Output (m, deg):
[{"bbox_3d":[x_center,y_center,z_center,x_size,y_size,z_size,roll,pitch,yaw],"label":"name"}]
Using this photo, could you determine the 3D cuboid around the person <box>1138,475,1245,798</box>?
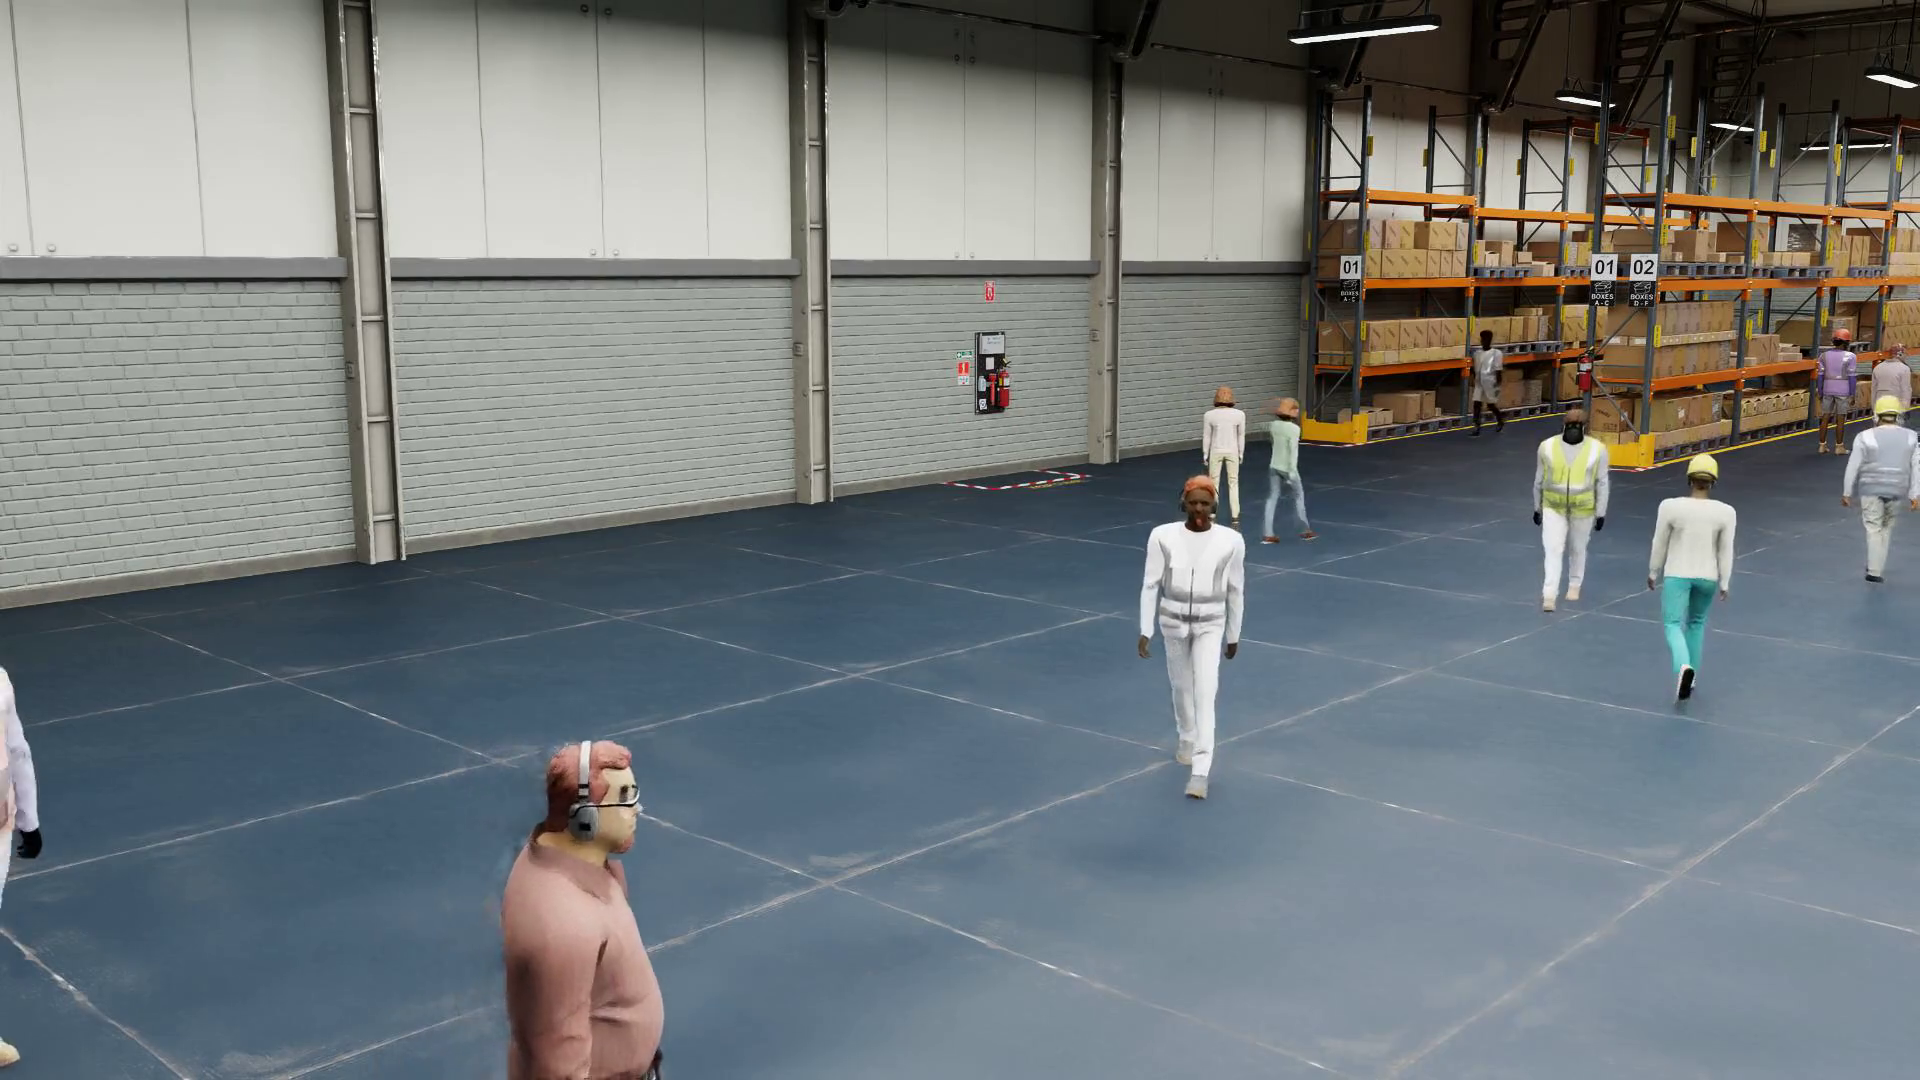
[{"bbox_3d":[1.376,0.522,9.845,0.585,1.833,1.006,2,10,14],"label":"person"}]

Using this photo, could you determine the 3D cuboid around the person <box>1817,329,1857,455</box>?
[{"bbox_3d":[14.187,-2.388,26.901,0.378,2.044,0.608,-7,12,-37],"label":"person"}]

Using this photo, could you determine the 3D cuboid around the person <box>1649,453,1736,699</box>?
[{"bbox_3d":[5.159,0.257,11.705,0.523,1.734,0.748,2,9,10],"label":"person"}]

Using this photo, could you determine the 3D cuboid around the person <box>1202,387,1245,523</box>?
[{"bbox_3d":[3.129,-1.005,19.765,0.497,1.627,0.302,1,9,4],"label":"person"}]

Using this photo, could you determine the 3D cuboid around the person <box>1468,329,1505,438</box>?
[{"bbox_3d":[9.449,-2.800,29.729,0.753,1.946,0.611,-7,12,-37],"label":"person"}]

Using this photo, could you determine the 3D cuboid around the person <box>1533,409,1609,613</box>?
[{"bbox_3d":[5.457,-0.283,14.879,0.636,1.788,0.976,4,10,23],"label":"person"}]

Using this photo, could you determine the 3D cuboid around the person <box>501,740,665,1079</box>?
[{"bbox_3d":[-0.905,1.411,4.300,0.993,1.852,0.660,-3,10,-18],"label":"person"}]

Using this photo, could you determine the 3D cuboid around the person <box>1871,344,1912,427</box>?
[{"bbox_3d":[13.884,-1.965,24.756,0.404,1.903,0.636,-3,10,-18],"label":"person"}]

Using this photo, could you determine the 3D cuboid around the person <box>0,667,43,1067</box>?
[{"bbox_3d":[-3.709,1.114,6.200,0.521,1.829,0.652,3,10,18],"label":"person"}]

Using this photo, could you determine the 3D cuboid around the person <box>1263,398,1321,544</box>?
[{"bbox_3d":[3.656,-0.769,18.354,0.789,1.599,0.518,-6,11,-32],"label":"person"}]

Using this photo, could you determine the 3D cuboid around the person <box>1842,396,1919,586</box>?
[{"bbox_3d":[8.827,-0.488,16.028,0.627,1.804,0.758,1,9,7],"label":"person"}]
